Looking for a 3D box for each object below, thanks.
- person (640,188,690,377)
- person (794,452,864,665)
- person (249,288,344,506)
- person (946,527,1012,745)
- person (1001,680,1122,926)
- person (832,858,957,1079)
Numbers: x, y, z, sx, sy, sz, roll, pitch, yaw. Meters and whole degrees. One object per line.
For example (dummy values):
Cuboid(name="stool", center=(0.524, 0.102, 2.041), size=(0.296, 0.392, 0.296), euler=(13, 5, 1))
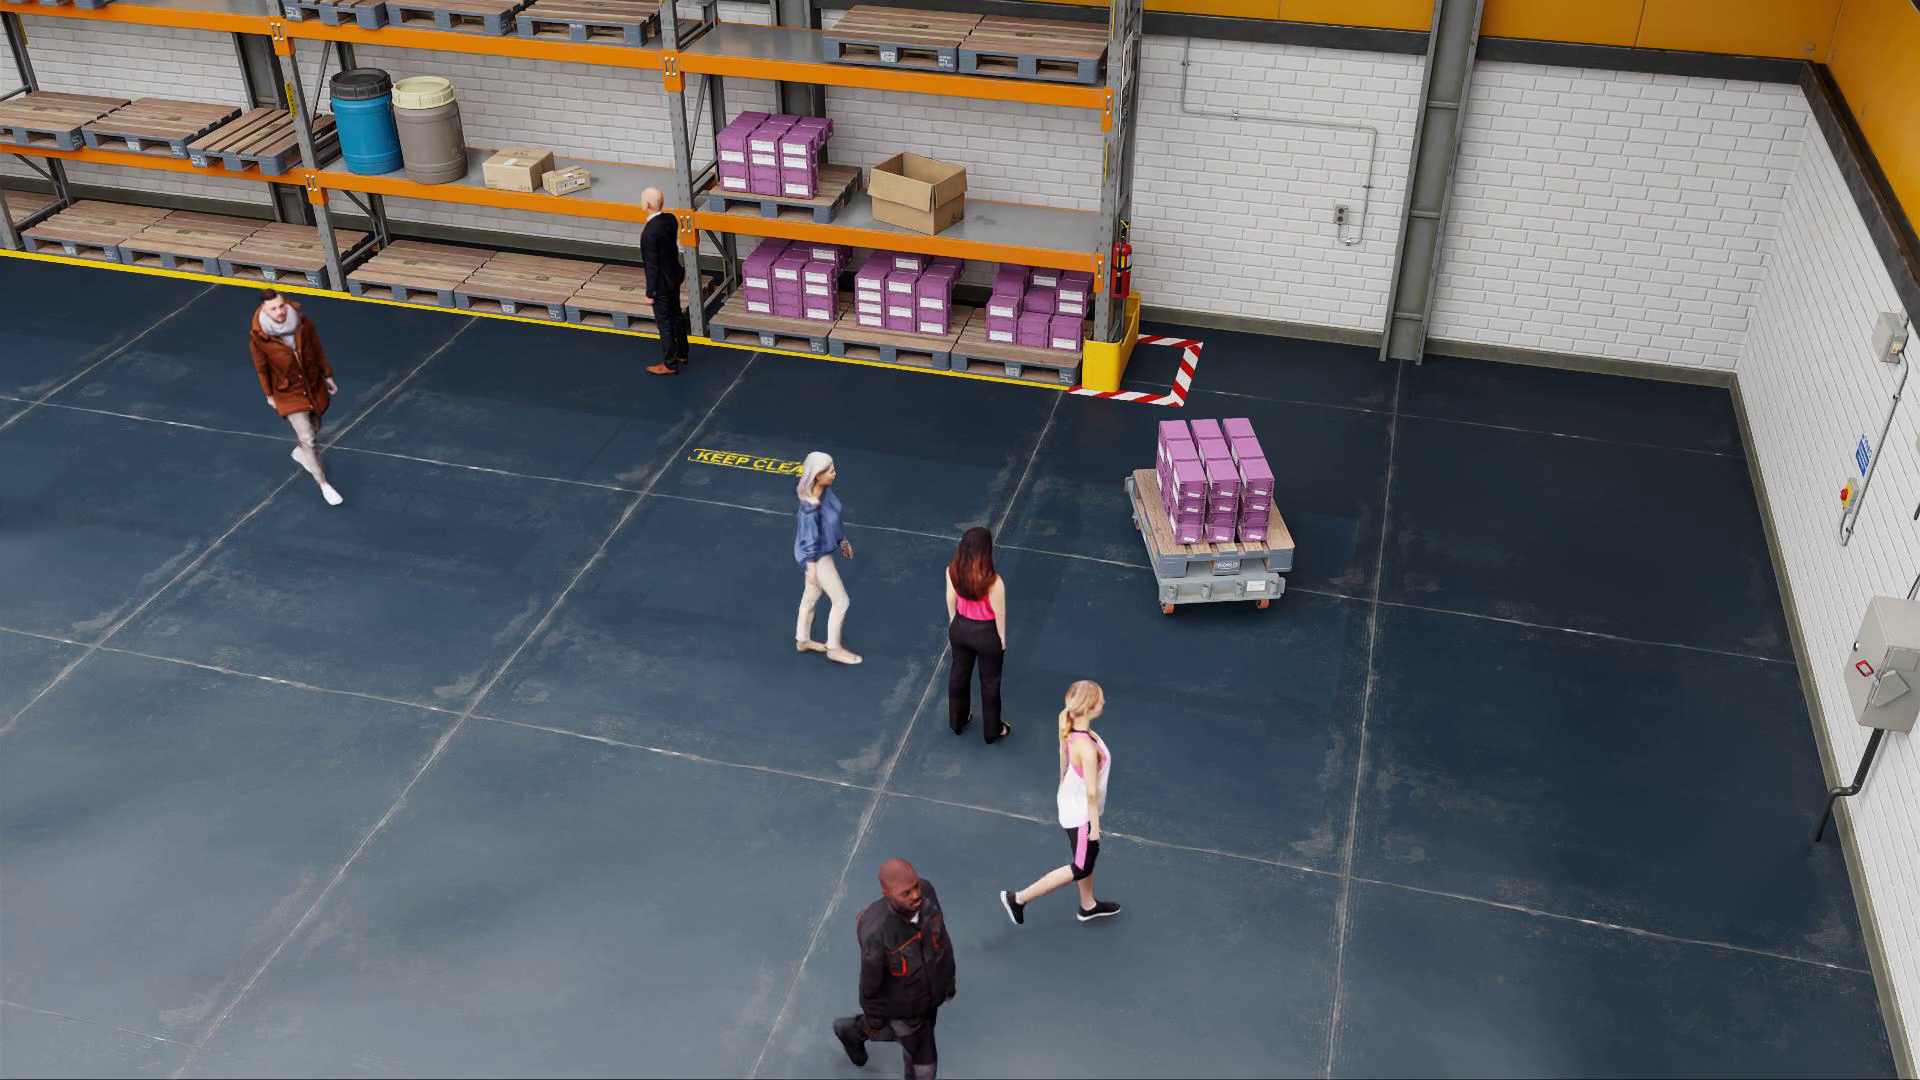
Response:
Cuboid(name="person", center=(-2.721, -2.382, 15.277), size=(0.610, 1.800, 0.705), euler=(13, 36, 18))
Cuboid(name="person", center=(-1.081, 0.122, 11.616), size=(0.789, 1.682, 0.700), euler=(2, 34, 3))
Cuboid(name="person", center=(-5.412, -1.227, 13.535), size=(1.237, 1.804, 1.006), euler=(25, 41, 32))
Cuboid(name="person", center=(0.119, 0.616, 10.892), size=(0.537, 1.660, 0.691), euler=(18, 38, 25))
Cuboid(name="person", center=(0.598, 1.547, 9.390), size=(1.076, 1.773, 0.892), euler=(-7, 34, -11))
Cuboid(name="person", center=(-0.338, 2.218, 8.357), size=(1.252, 1.799, 0.939), euler=(22, 39, 29))
